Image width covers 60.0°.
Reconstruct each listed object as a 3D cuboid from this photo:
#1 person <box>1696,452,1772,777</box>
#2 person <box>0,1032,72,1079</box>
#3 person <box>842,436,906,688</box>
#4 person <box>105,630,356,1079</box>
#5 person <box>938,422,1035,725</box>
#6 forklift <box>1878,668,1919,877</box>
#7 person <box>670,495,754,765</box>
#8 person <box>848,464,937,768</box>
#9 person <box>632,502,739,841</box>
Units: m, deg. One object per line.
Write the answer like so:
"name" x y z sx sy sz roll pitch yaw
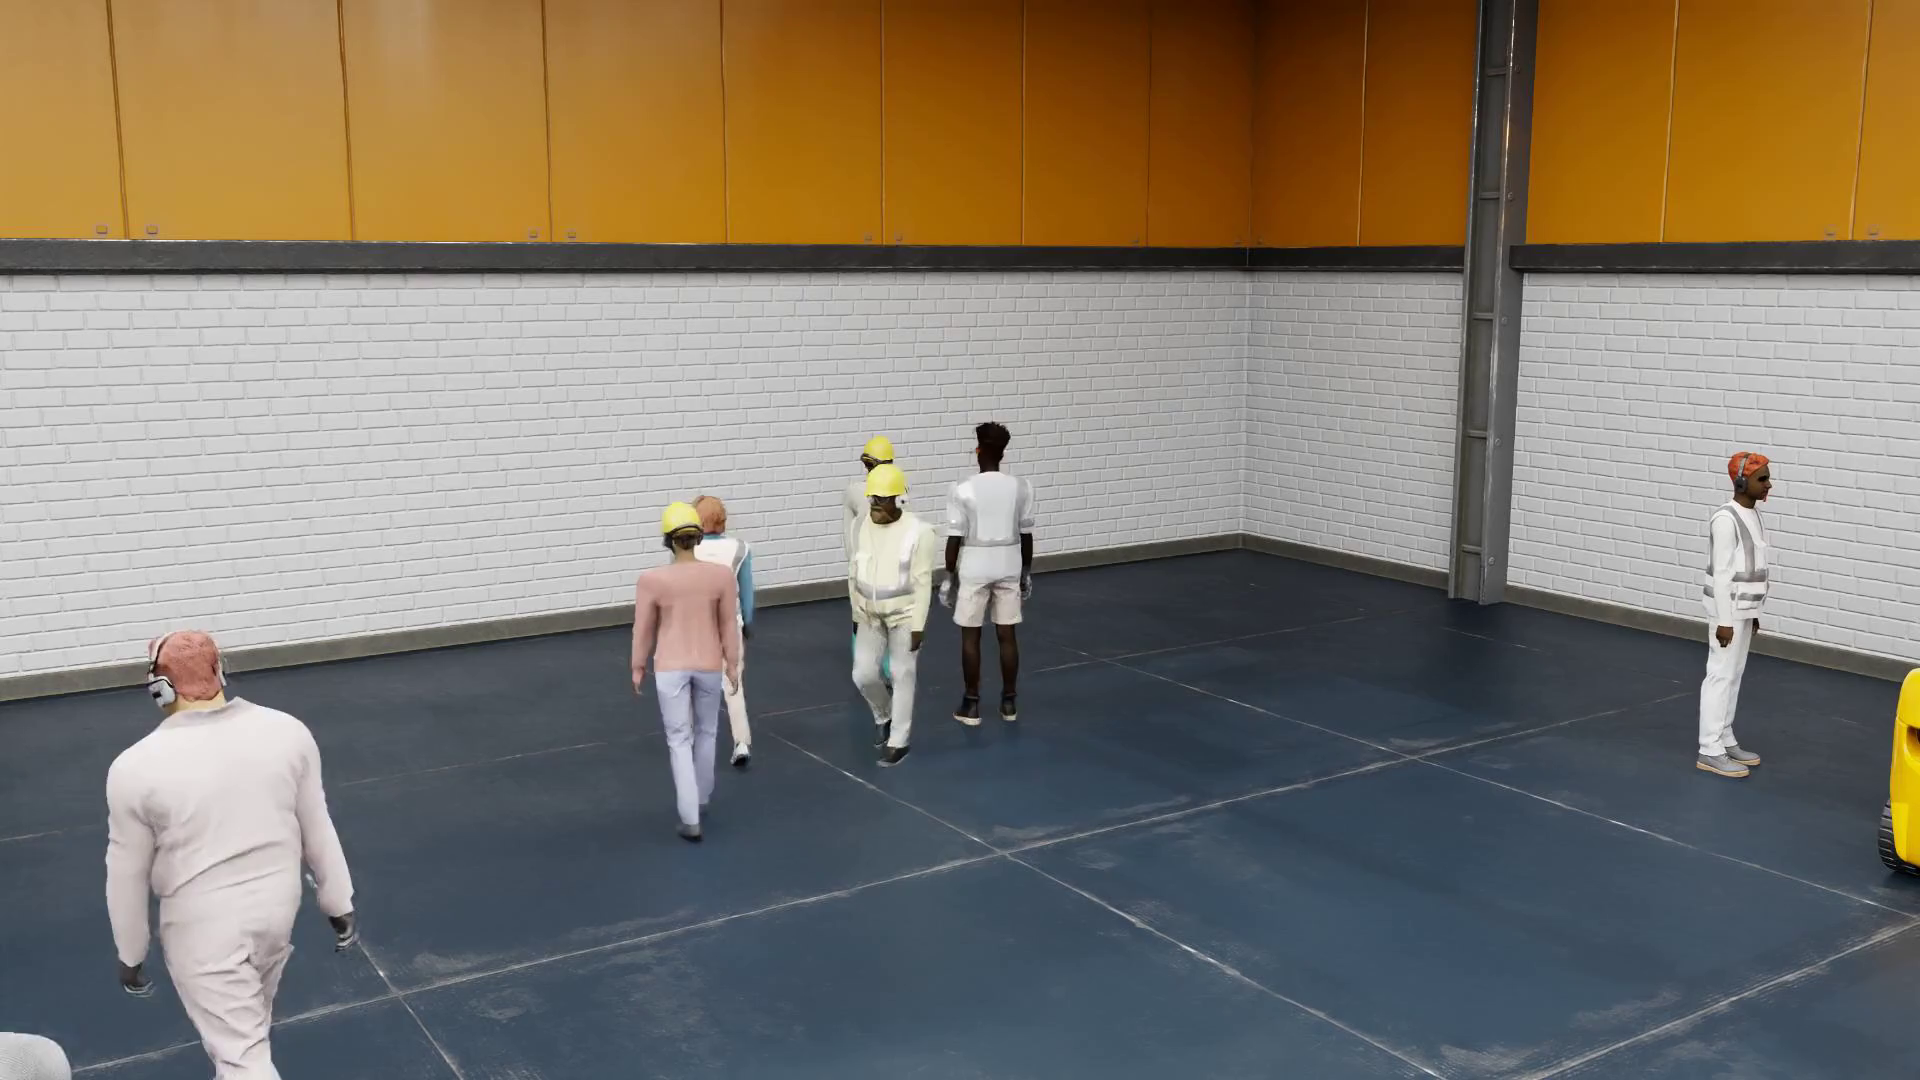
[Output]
"person" 4.539 0.425 9.723 0.353 1.883 0.577 8 12 38
"person" -1.956 1.550 3.238 0.554 1.794 0.948 -3 10 -19
"person" -0.580 0.155 11.696 0.526 1.769 0.329 6 11 31
"person" -2.284 1.195 5.231 0.990 1.850 0.682 7 12 37
"person" 0.162 0.220 10.756 0.680 1.954 0.364 -3 10 -17
"forklift" 5.511 0.571 7.906 2.313 2.155 1.214 -6 11 -33
"person" -1.465 0.530 9.949 0.533 1.601 0.851 -4 10 -22
"person" -0.418 0.441 9.838 0.587 1.812 0.453 4 10 25
"person" -1.439 0.665 8.701 0.546 1.750 0.590 -4 10 -22
